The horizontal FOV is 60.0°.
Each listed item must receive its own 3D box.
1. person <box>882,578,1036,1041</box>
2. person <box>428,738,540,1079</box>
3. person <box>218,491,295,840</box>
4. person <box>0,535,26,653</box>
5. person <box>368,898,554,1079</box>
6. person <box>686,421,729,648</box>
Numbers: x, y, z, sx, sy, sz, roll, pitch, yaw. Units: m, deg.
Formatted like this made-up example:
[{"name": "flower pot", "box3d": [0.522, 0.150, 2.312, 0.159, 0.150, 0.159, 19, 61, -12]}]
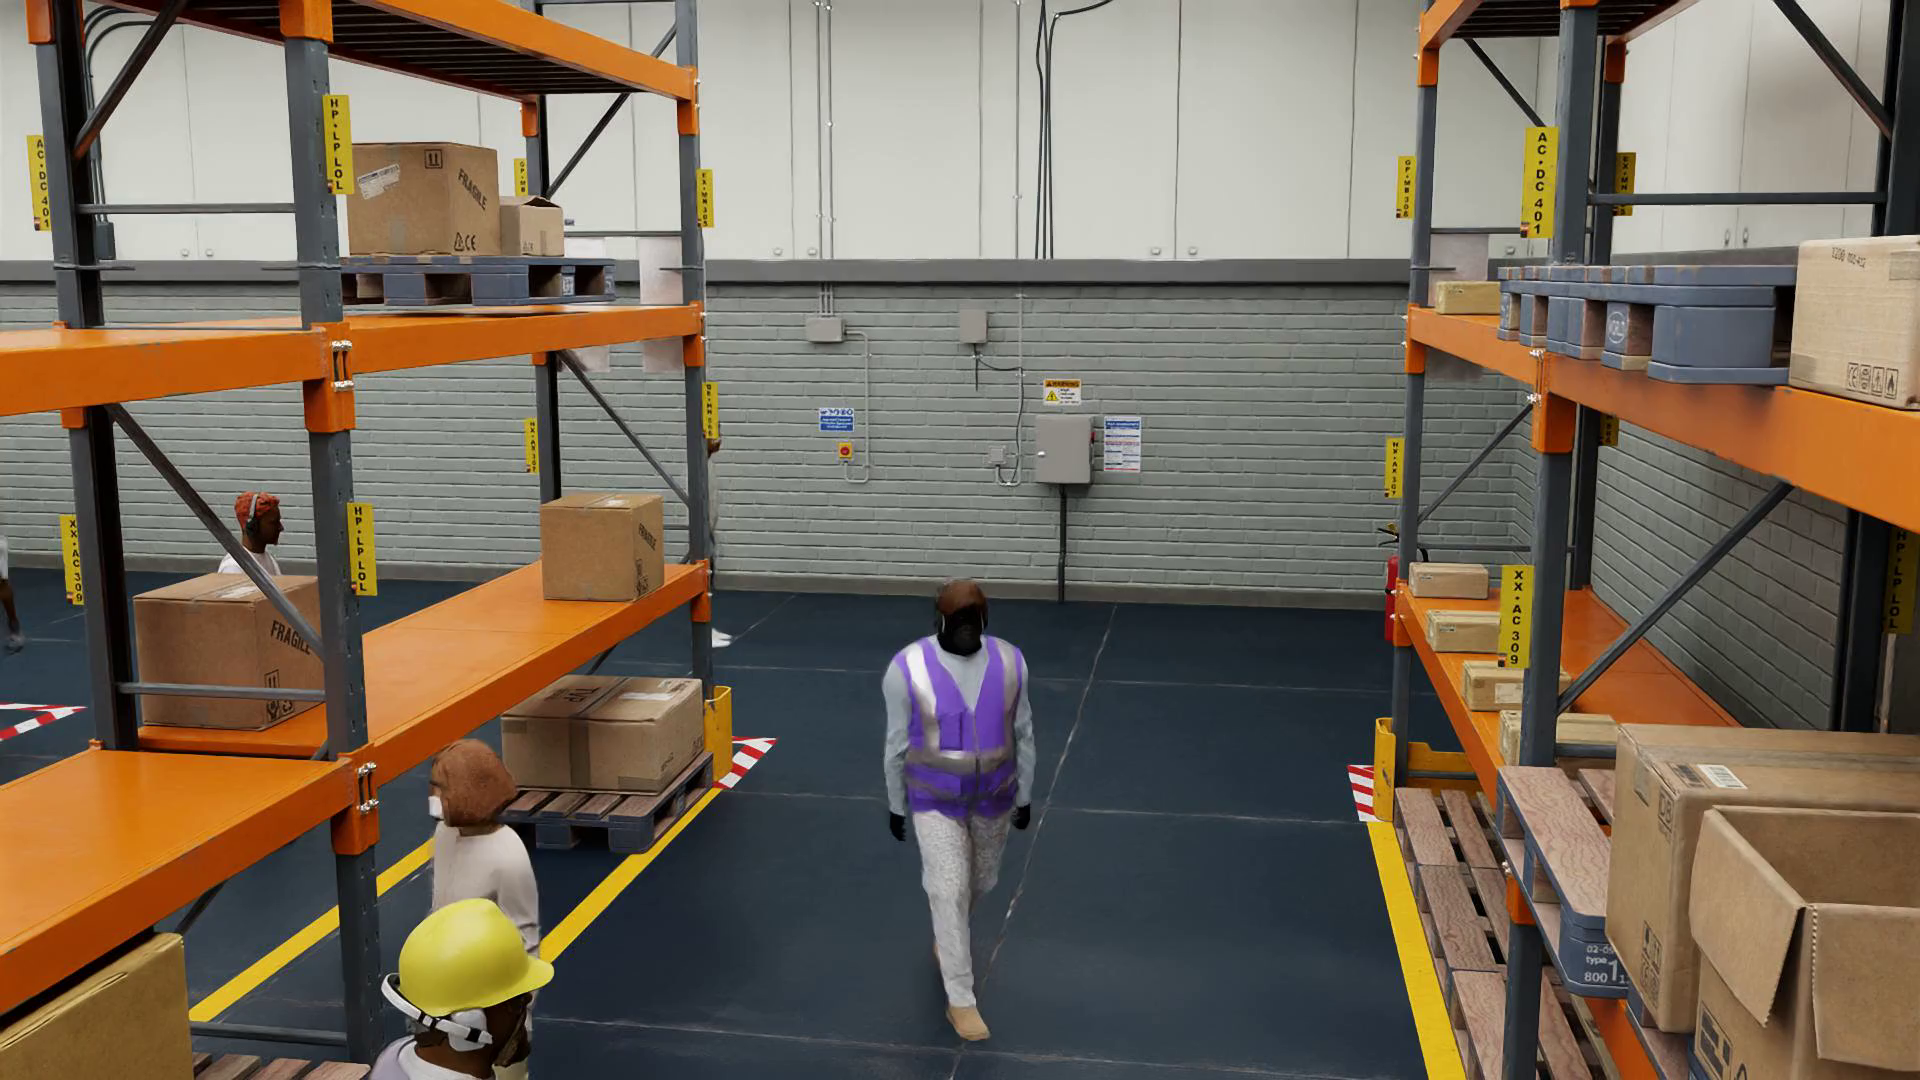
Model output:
[{"name": "person", "box3d": [-0.010, 1.030, 6.851, 0.632, 1.818, 0.837, -3, 10, -19]}, {"name": "person", "box3d": [-1.452, 1.411, 5.113, 0.523, 1.637, 0.336, 9, 13, 44]}, {"name": "person", "box3d": [-3.714, 0.676, 8.832, 0.358, 1.880, 0.575, -1, 9, -4]}, {"name": "person", "box3d": [-5.835, 0.535, 9.858, 0.557, 1.832, 0.676, 2, 9, 11]}, {"name": "person", "box3d": [-0.945, 1.595, 3.298, 0.403, 1.834, 0.587, -6, 11, -33]}, {"name": "person", "box3d": [-2.047, -0.064, 13.442, 0.322, 1.867, 0.534, -1, 9, -6]}]
